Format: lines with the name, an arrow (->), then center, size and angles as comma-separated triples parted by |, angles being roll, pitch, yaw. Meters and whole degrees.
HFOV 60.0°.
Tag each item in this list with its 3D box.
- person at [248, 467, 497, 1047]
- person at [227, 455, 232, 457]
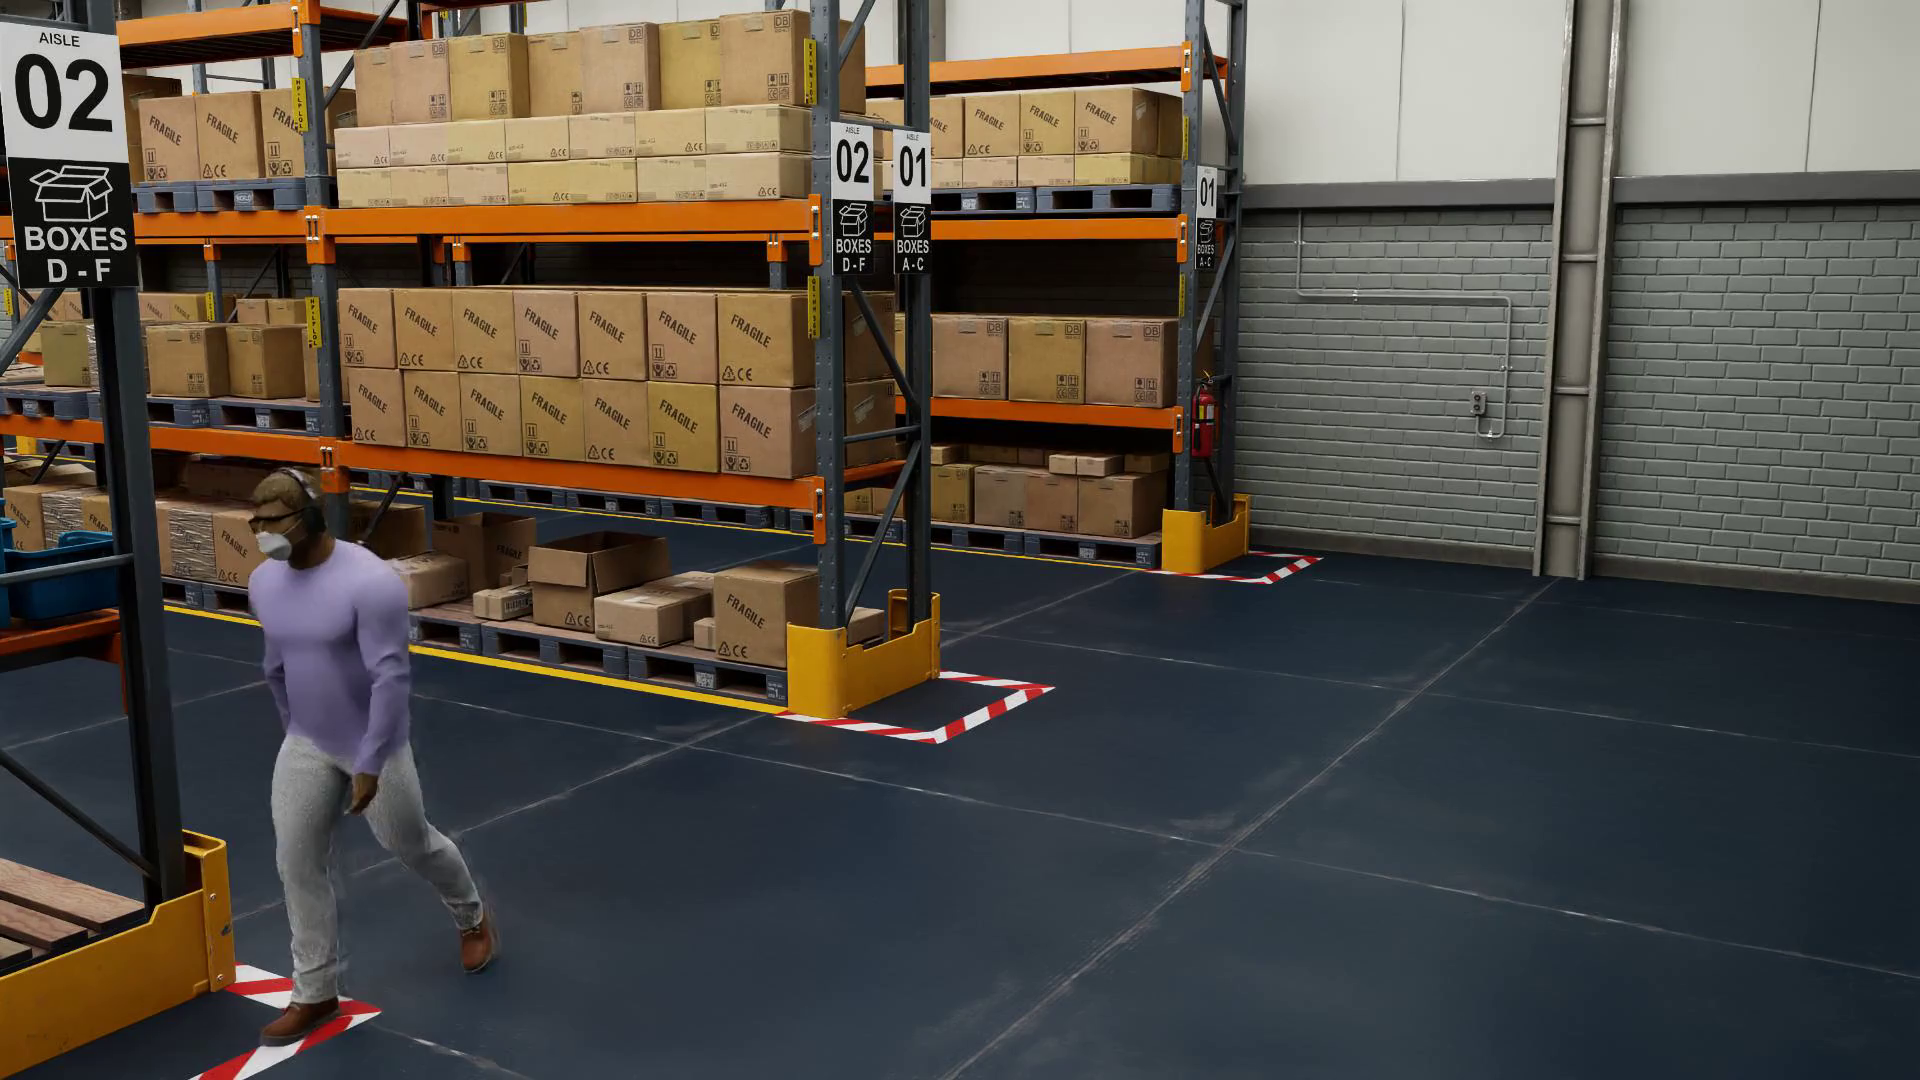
person -> -1.991, 0.655, 5.604 | 0.642, 1.890, 0.919 | 3, 10, 19
person -> -6.104, -0.846, 14.342 | 0.992, 1.893, 0.544 | 6, 11, 30
